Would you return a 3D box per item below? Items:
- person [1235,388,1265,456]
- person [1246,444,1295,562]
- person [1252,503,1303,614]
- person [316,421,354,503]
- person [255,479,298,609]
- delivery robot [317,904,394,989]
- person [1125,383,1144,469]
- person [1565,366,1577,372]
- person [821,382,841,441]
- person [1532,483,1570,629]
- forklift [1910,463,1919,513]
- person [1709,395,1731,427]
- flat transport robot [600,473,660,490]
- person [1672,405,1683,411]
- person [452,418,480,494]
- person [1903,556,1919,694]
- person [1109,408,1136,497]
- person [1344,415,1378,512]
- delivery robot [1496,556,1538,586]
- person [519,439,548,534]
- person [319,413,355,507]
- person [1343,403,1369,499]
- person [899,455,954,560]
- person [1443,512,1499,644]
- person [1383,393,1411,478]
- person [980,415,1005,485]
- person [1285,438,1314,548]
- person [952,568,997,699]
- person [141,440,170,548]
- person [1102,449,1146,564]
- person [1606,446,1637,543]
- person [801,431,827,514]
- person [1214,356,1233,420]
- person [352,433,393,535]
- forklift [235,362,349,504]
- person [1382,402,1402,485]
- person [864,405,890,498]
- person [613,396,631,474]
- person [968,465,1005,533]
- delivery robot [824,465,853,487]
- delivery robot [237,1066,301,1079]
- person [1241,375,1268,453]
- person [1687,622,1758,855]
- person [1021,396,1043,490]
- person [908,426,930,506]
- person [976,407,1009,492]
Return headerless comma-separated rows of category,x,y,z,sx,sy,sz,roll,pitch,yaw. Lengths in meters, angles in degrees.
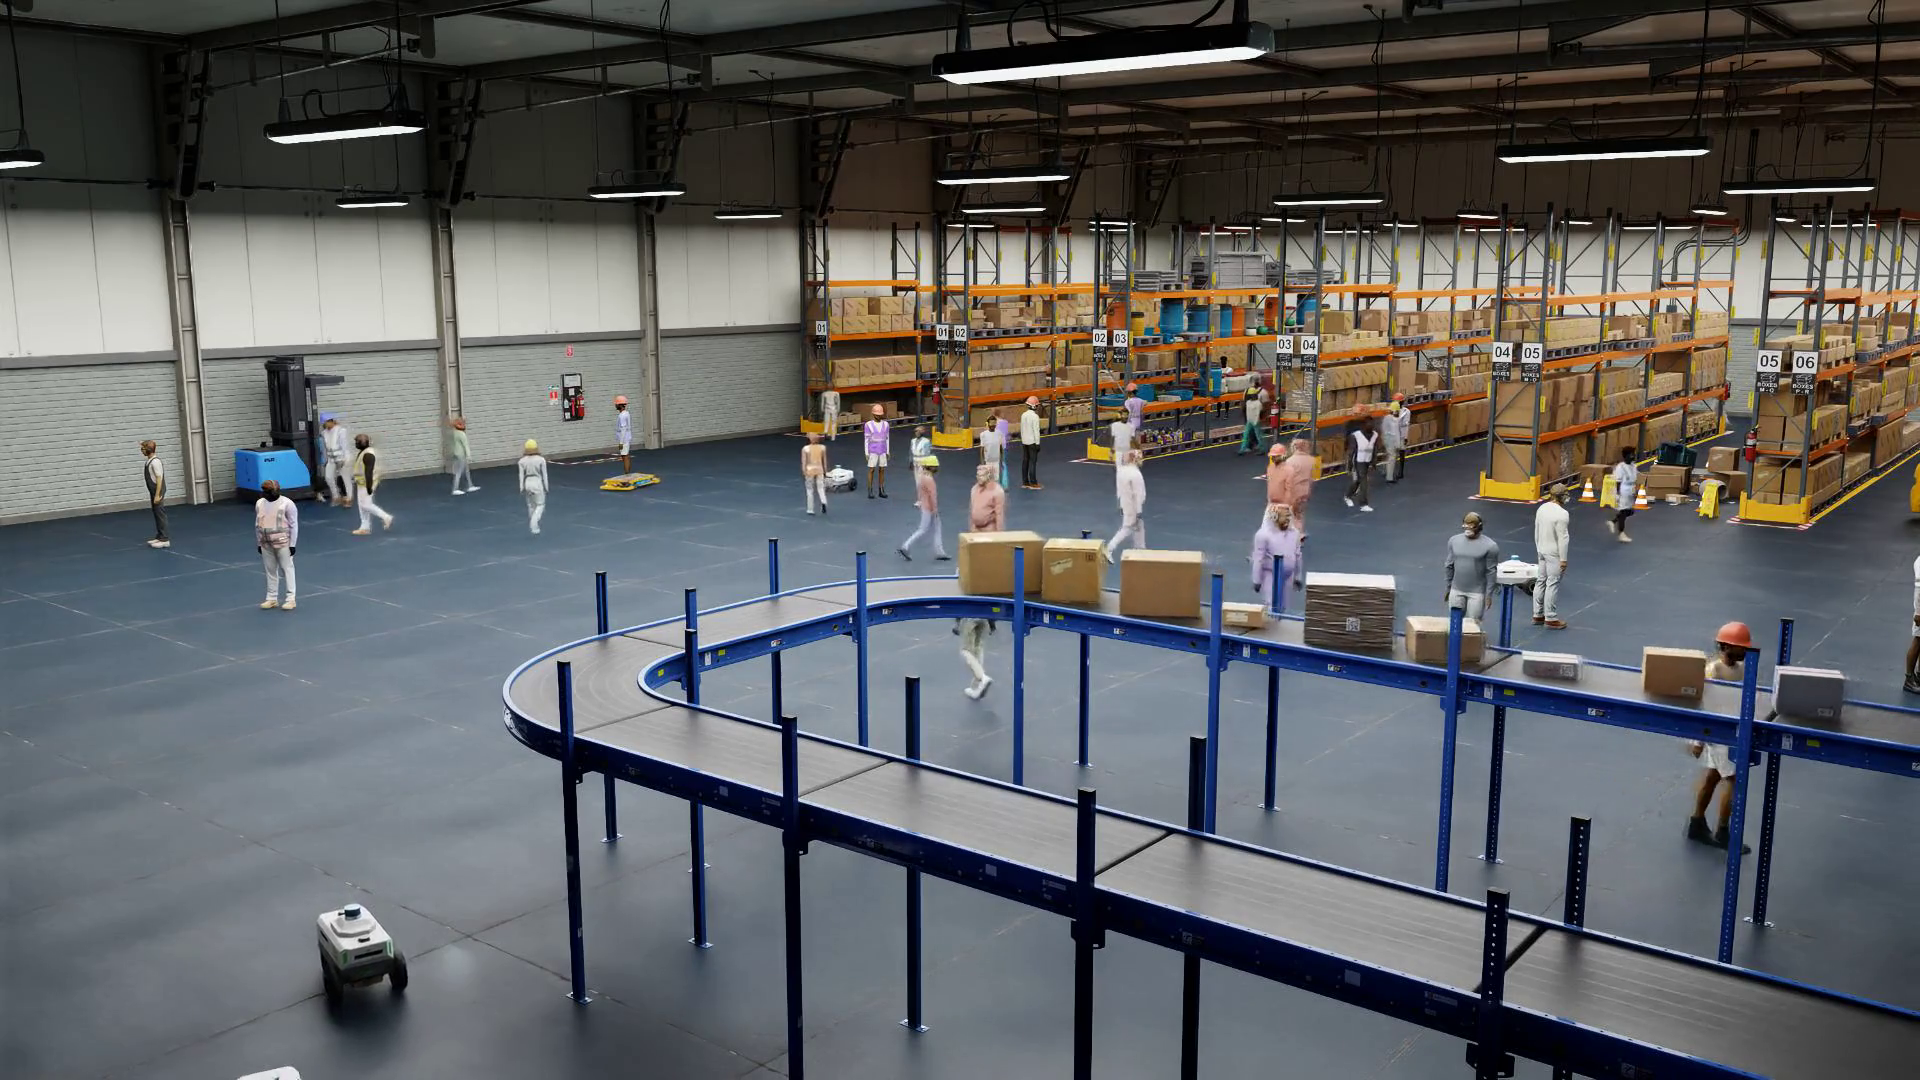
person,7.359,-2.964,39.304,0.902,1.718,0.538,-6,12,-31
person,5.032,-0.555,25.094,0.955,1.954,0.616,-8,13,-37
person,3.976,0.478,19.447,0.643,1.893,0.423,-6,12,-30
person,-12.693,-1.576,31.629,0.541,1.676,0.747,5,11,27
person,-9.597,0.059,21.957,0.624,1.841,0.430,2,10,13
delivery robot,-4.086,2.701,10.554,0.477,0.478,0.707,-7,12,-35
person,4.041,-2.680,36.797,0.391,2.040,0.615,9,14,42
person,18.538,-4.534,47.722,0.624,1.862,0.568,-1,10,-8
person,-3.498,-3.481,42.484,0.519,1.628,0.411,1,10,8
person,7.901,0.201,20.879,0.350,1.935,0.634,-2,10,-11
forklift,19.034,-1.348,28.998,2.313,2.155,1.214,8,13,37
person,22.168,-4.126,45.652,0.822,1.810,0.655,1,10,7
flat transport robot,-7.170,-1.273,33.987,0.652,0.197,1.431,3,11,18
person,21.178,-4.219,45.905,0.951,1.875,0.597,-9,13,-40
person,-10.414,-1.775,32.952,0.765,1.599,0.528,-8,13,-39
person,11.004,0.770,17.680,0.551,1.934,0.373,-6,11,-29
person,3.400,-1.813,32.455,0.565,1.847,0.673,-1,10,-6
person,7.907,-1.551,30.930,0.586,1.881,0.921,-5,11,-28
delivery robot,8.178,0.474,23.091,0.707,0.478,0.477,0,10,2
person,-7.617,-0.944,27.902,0.493,1.727,0.636,1,10,3
person,-12.401,-1.580,31.027,0.576,1.894,0.627,3,10,16
person,8.259,-1.863,32.389,0.706,1.977,0.628,-7,12,-34
person,-0.560,-0.523,25.523,0.835,1.736,0.519,0,10,2
person,6.027,0.620,18.535,0.629,1.936,0.373,8,13,38
person,9.870,-2.361,35.330,0.375,1.927,0.543,-10,14,-44
person,0.642,-1.542,30.921,0.517,1.865,0.327,-4,11,-23
person,5.731,-0.788,26.589,0.635,1.889,0.459,-7,12,-34
person,0.191,0.874,17.309,0.524,1.861,0.585,-5,11,-28
person,-13.766,-0.795,26.753,0.351,1.843,0.506,-7,12,-34
person,2.726,-0.541,25.288,0.916,1.873,0.660,-2,10,-9
person,11.573,-0.819,27.346,0.540,1.686,0.517,-7,12,-33
person,-2.795,-1.284,30.085,0.533,1.620,0.544,-5,11,-25
person,8.172,-4.725,48.533,0.644,1.962,0.371,6,12,30
person,-10.561,-1.000,27.957,0.584,1.821,0.640,-6,12,-30
forklift,-13.803,-2.244,32.110,1.129,2.768,1.873,8,13,37
person,9.528,-2.121,34.287,0.527,1.816,0.630,-2,10,-9
person,-1.696,-1.835,32.345,0.551,1.932,0.376,-4,11,-24
person,-7.426,-2.206,34.427,0.362,1.938,0.545,-1,10,-4
person,0.391,-0.177,23.139,0.663,1.887,0.495,10,14,44
delivery robot,-2.588,-1.347,33.339,0.477,0.478,0.707,6,11,29
delivery robot,-3.678,3.090,8.369,0.477,0.478,0.707,-5,11,-29
person,7.613,-3.282,40.316,0.951,2.000,0.695,-10,14,-43
person,6.407,1.623,12.926,0.695,1.914,0.555,10,14,44
person,1.541,-2.101,33.671,0.384,1.996,0.610,-6,12,-30
person,-0.829,-1.466,31.135,0.442,1.615,0.629,-8,13,-40
person,0.730,-1.930,33.333,0.554,1.779,0.969,-6,12,-32
